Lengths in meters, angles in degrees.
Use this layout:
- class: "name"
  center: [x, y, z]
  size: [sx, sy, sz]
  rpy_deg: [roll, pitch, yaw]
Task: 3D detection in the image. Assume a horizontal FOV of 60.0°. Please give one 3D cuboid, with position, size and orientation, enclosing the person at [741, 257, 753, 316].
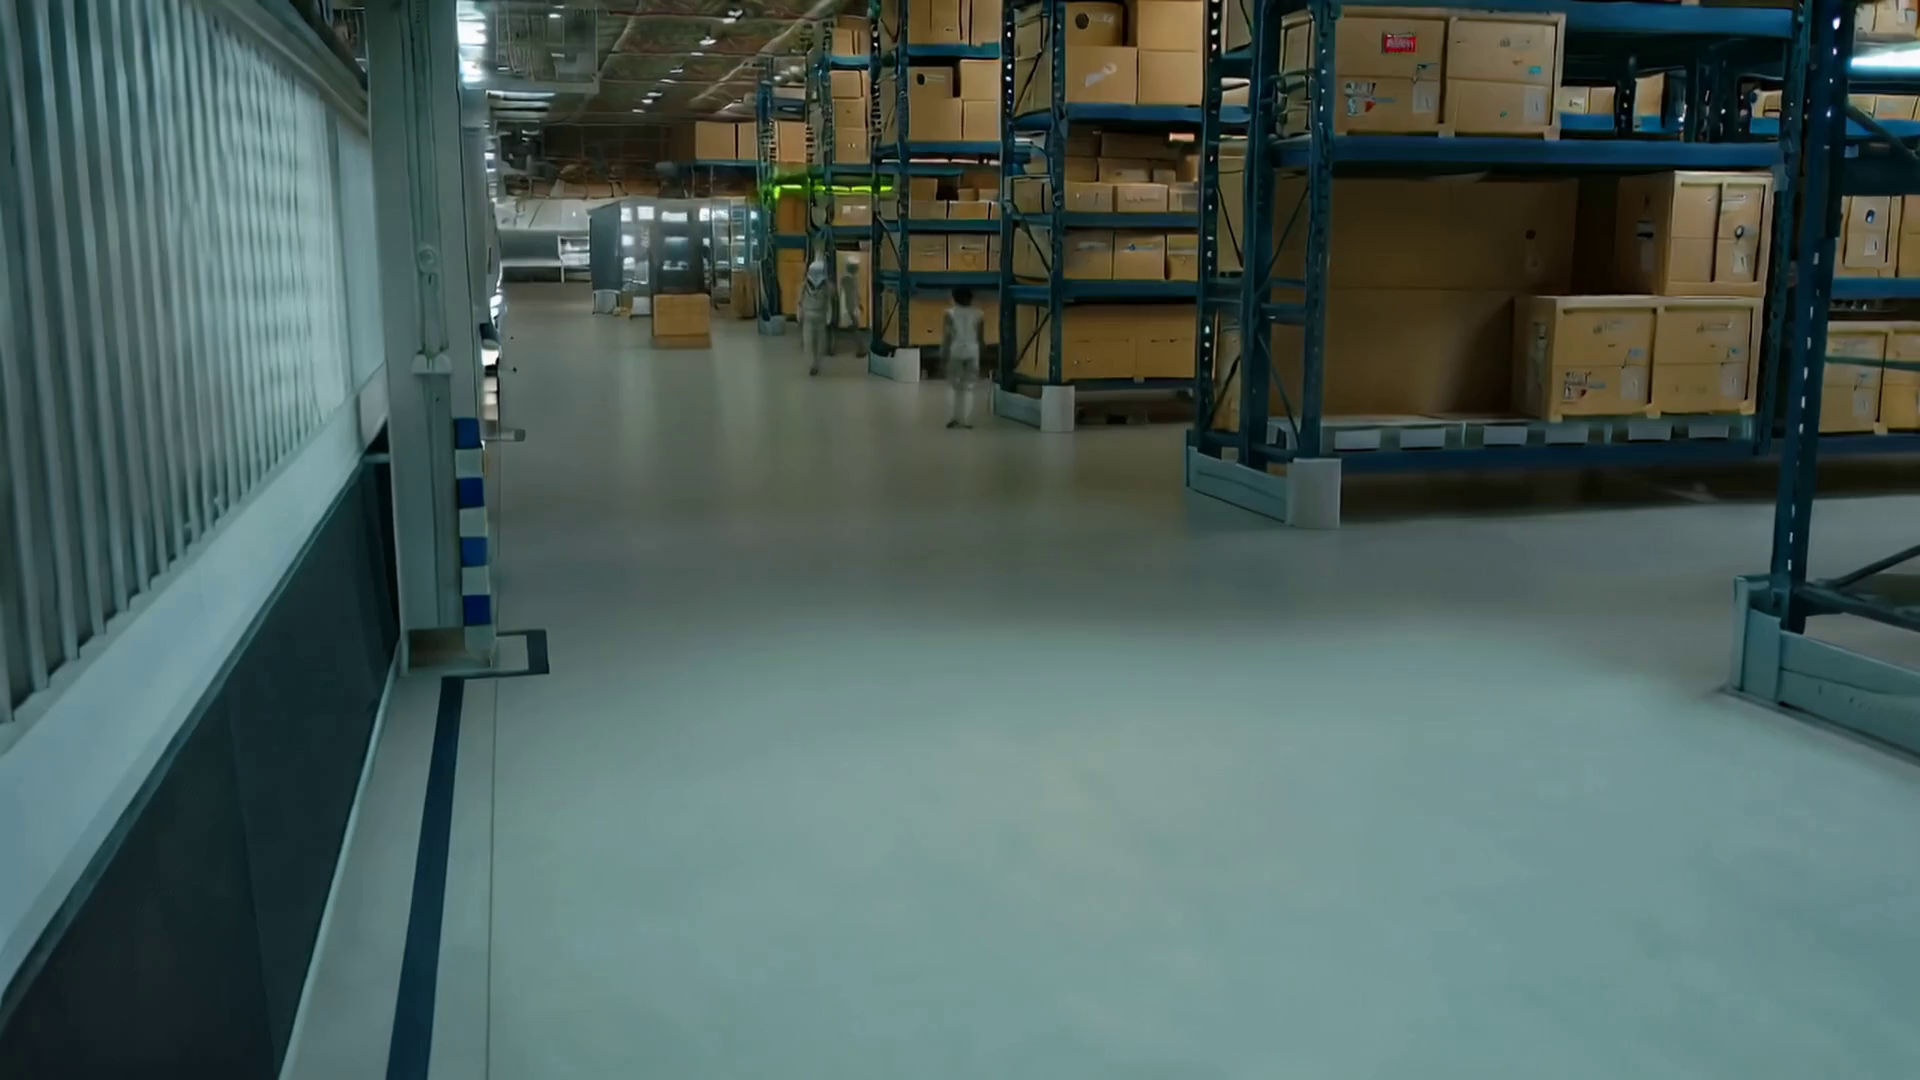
- class: "person"
  center: [-6.228, -7.308, 48.080]
  size: [0.560, 1.700, 0.525]
  rpy_deg: [-1, 10, -3]

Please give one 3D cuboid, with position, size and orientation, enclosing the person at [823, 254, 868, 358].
- class: "person"
  center: [-2.064, -4.251, 30.244]
  size: [0.938, 1.902, 0.542]
  rpy_deg: [1, 10, 7]

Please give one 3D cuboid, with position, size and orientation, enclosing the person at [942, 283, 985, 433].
- class: "person"
  center: [0.032, -1.984, 18.179]
  size: [0.520, 1.623, 0.507]
  rpy_deg: [-3, 10, -14]

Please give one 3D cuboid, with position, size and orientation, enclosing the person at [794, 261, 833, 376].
- class: "person"
  center: [-2.311, -3.487, 26.173]
  size: [0.599, 1.803, 0.731]
  rpy_deg: [-2, 10, -12]

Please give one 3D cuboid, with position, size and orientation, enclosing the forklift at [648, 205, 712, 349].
- class: "forklift"
  center: [-5.603, -5.254, 33.123]
  size: [1.129, 2.768, 1.873]
  rpy_deg: [-3, 10, -15]
